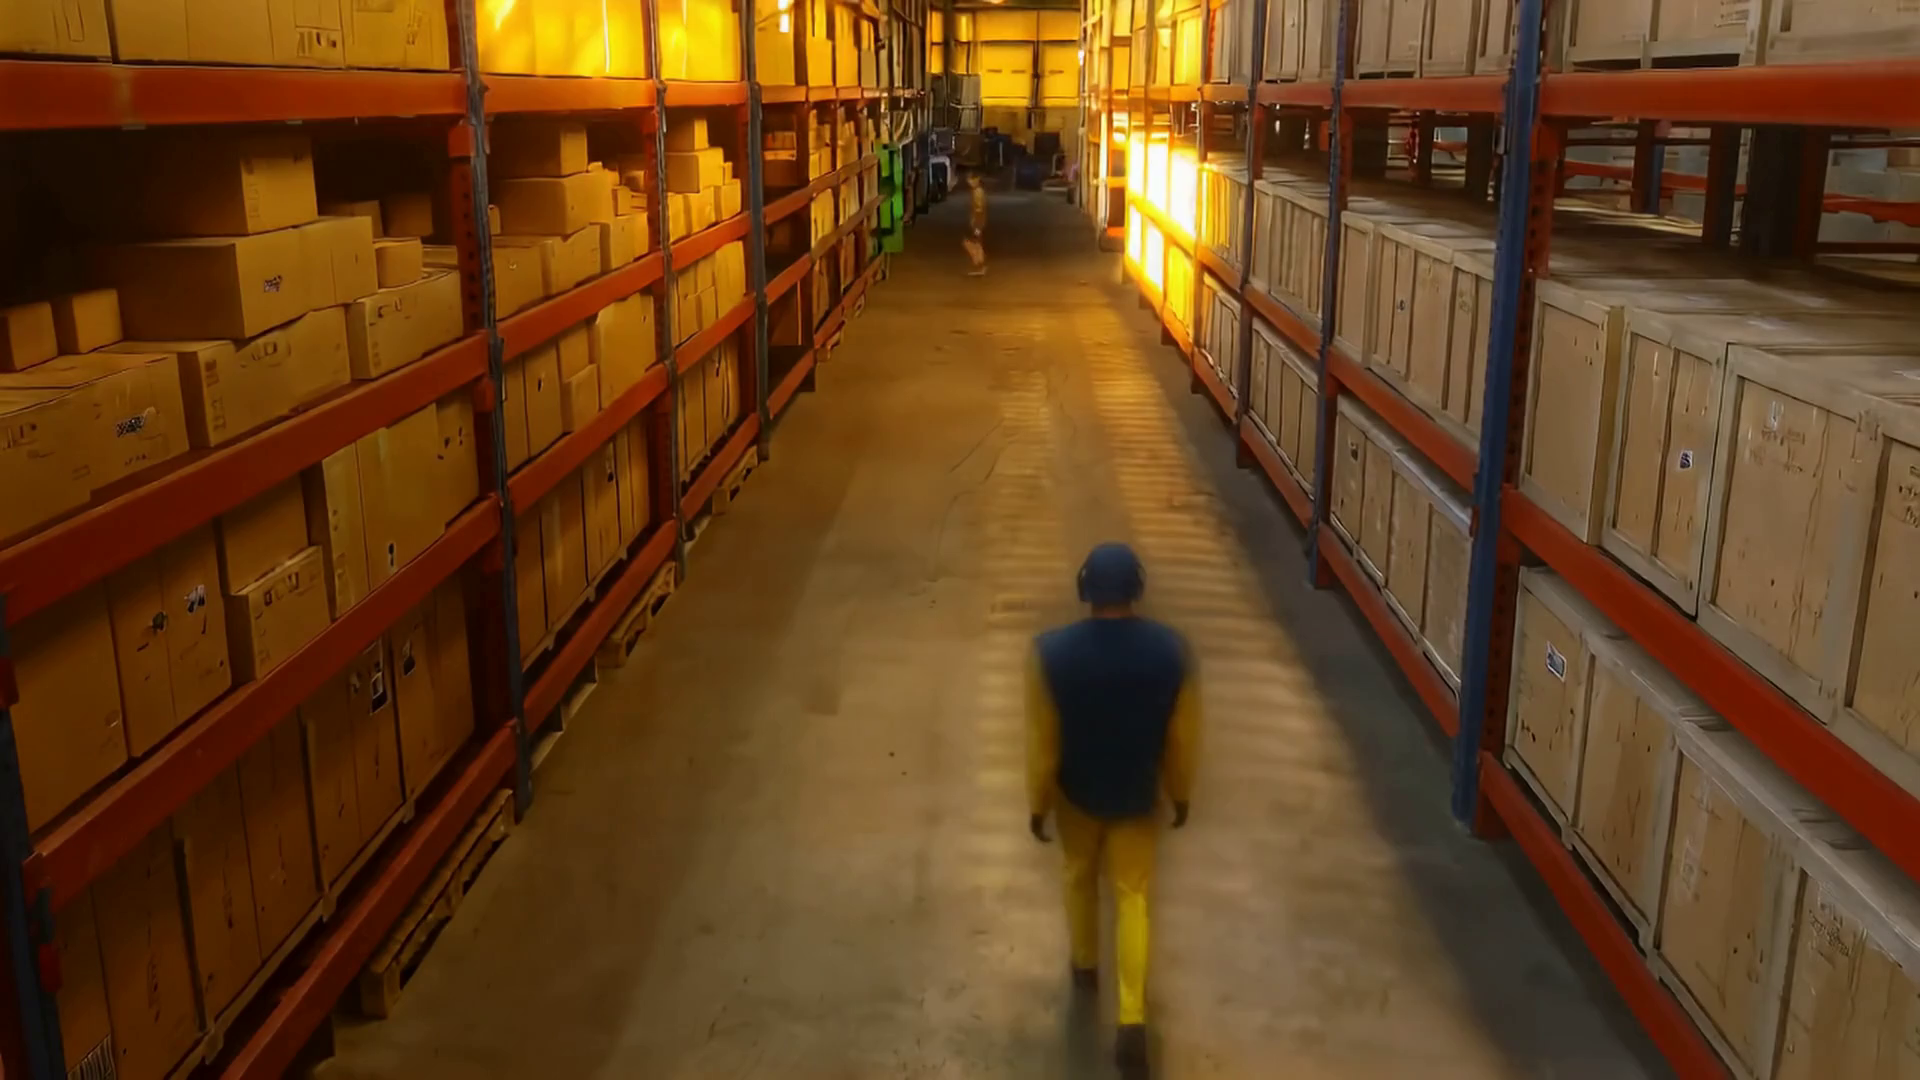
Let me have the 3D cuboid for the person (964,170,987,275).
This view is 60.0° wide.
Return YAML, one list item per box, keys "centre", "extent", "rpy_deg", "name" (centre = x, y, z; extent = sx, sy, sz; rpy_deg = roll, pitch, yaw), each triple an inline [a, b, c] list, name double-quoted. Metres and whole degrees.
- centre: [0.298, -6.153, 32.311]
  extent: [0.537, 2.019, 0.636]
  rpy_deg: [1, 15, 4]
  name: "person"

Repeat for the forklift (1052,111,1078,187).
- centre: [4.523, -14.594, 62.091]
  extent: [1.873, 2.768, 1.129]
  rpy_deg: [7, 17, 26]
  name: "forklift"

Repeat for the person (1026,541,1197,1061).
- centre: [0.561, 0.942, 6.150]
  extent: [0.640, 1.908, 0.954]
  rpy_deg: [0, 15, -1]
  name: "person"

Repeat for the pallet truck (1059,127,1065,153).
- centre: [5.788, -21.111, 88.014]
  extent: [1.885, 1.965, 0.823]
  rpy_deg: [5, 16, 18]
  name: "pallet truck"

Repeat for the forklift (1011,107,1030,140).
- centre: [2.984, -19.929, 81.940]
  extent: [1.129, 2.768, 1.873]
  rpy_deg: [-7, 17, -26]
  name: "forklift"
